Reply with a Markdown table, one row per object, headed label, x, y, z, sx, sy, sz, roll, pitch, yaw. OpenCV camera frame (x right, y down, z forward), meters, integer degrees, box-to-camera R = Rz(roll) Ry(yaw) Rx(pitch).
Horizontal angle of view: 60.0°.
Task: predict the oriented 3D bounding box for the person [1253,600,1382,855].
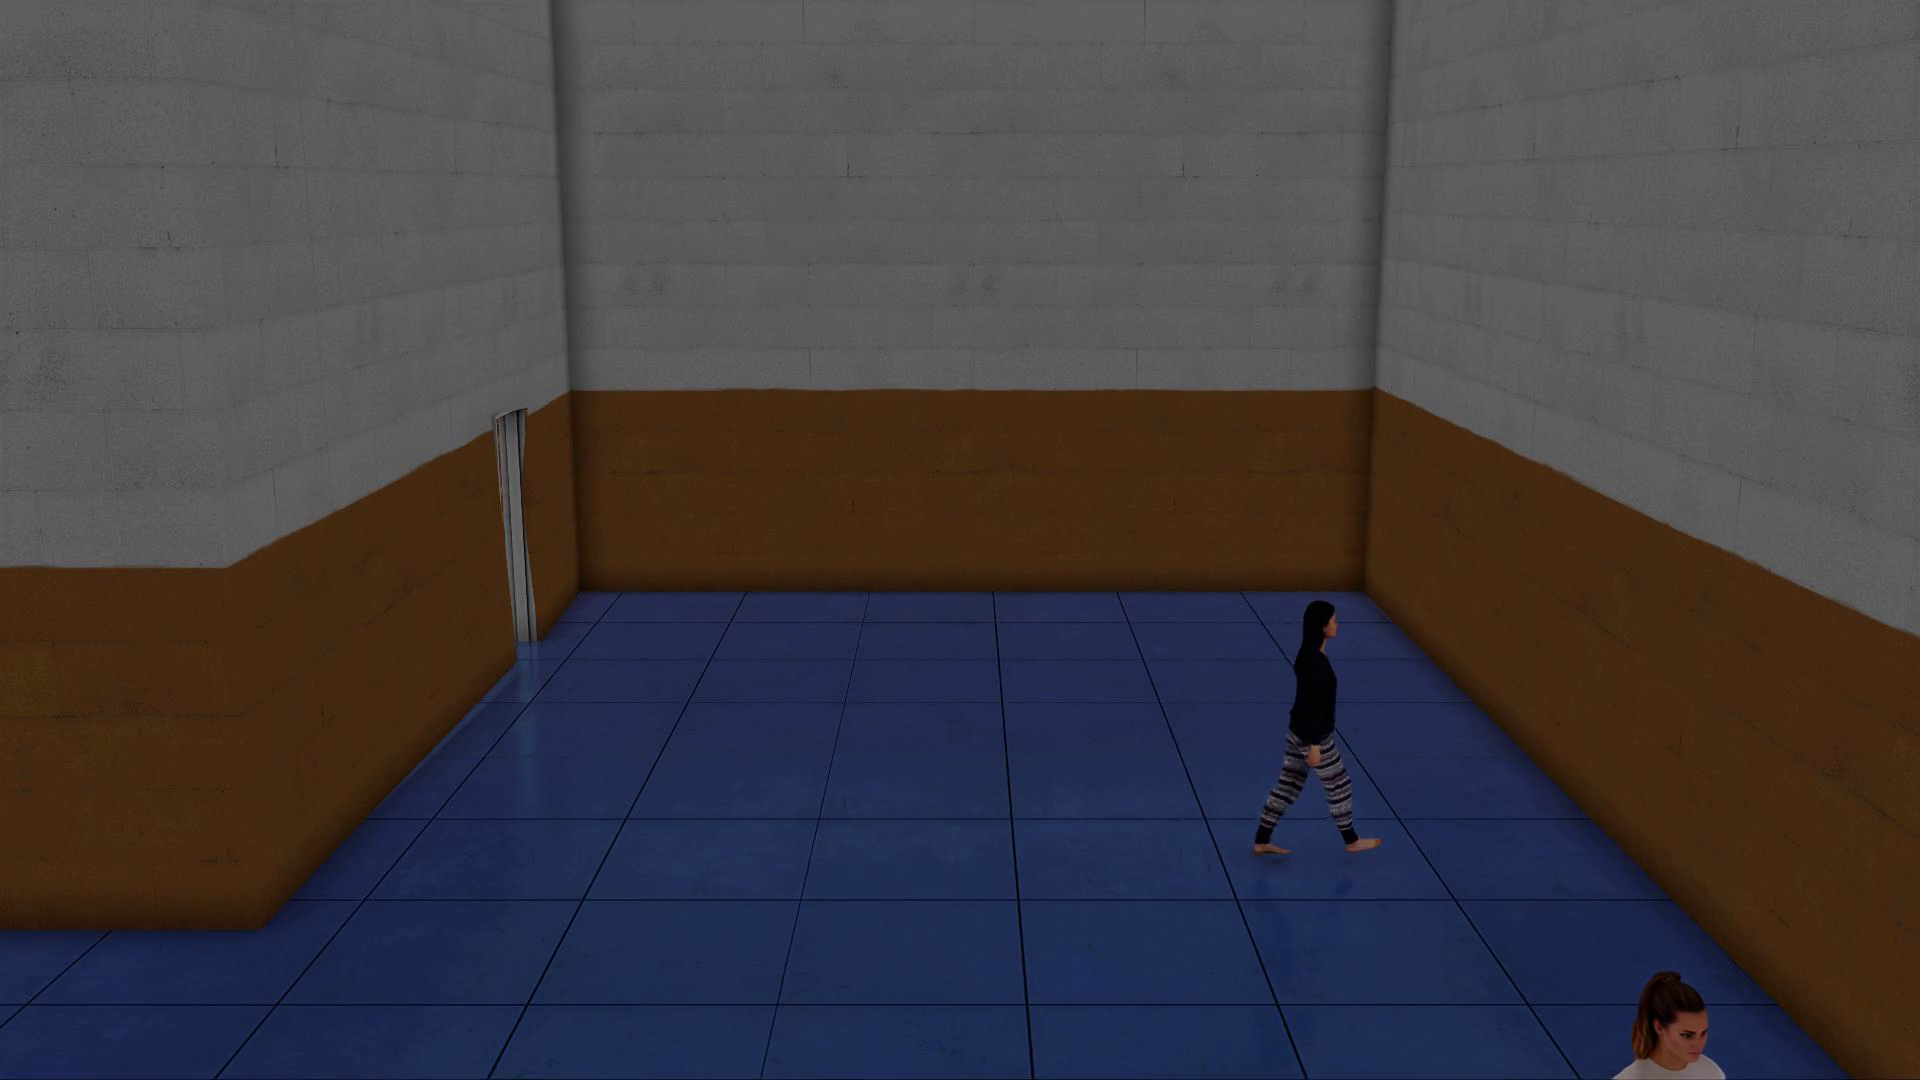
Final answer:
| label | x | y | z | sx | sy | sz | roll | pitch | yaw |
| --- | --- | --- | --- | --- | --- | --- | --- | --- | --- |
| person | 2.158 | 1.247 | 10.590 | 1.087 | 1.682 | 0.693 | -1 | 12 | -6 |

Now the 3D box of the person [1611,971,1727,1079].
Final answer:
| label | x | y | z | sx | sy | sz | roll | pitch | yaw |
| --- | --- | --- | --- | --- | --- | --- | --- | --- | --- |
| person | 2.350 | 2.275 | 5.610 | 0.562 | 1.721 | 0.715 | -4 | 13 | -18 |
